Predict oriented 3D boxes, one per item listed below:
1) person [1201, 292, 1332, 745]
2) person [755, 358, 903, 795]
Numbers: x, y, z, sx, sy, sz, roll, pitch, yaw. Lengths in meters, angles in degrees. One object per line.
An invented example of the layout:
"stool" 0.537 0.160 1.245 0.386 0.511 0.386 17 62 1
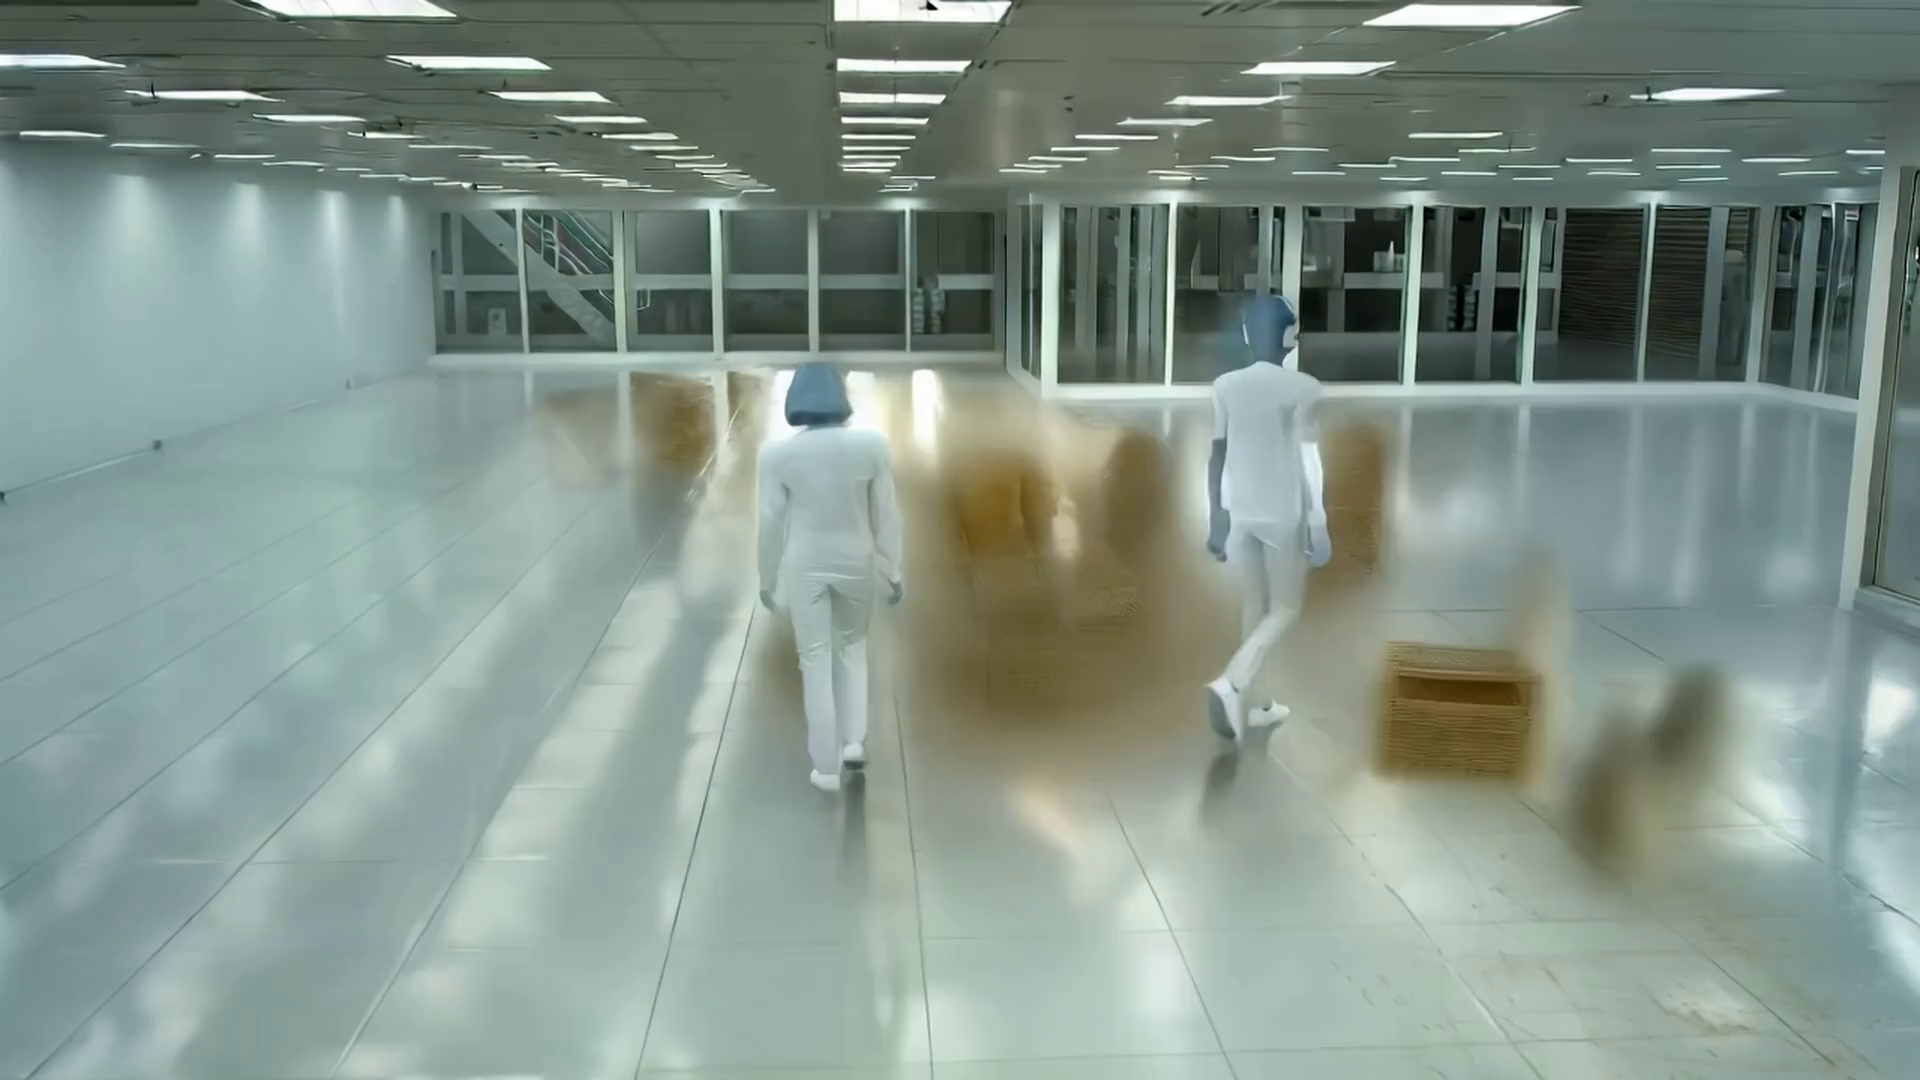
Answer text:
"person" 1.208 -0.074 6.771 0.528 1.847 0.711 10 14 43
"person" -0.492 0.134 6.217 0.538 1.615 0.428 -3 11 -15
